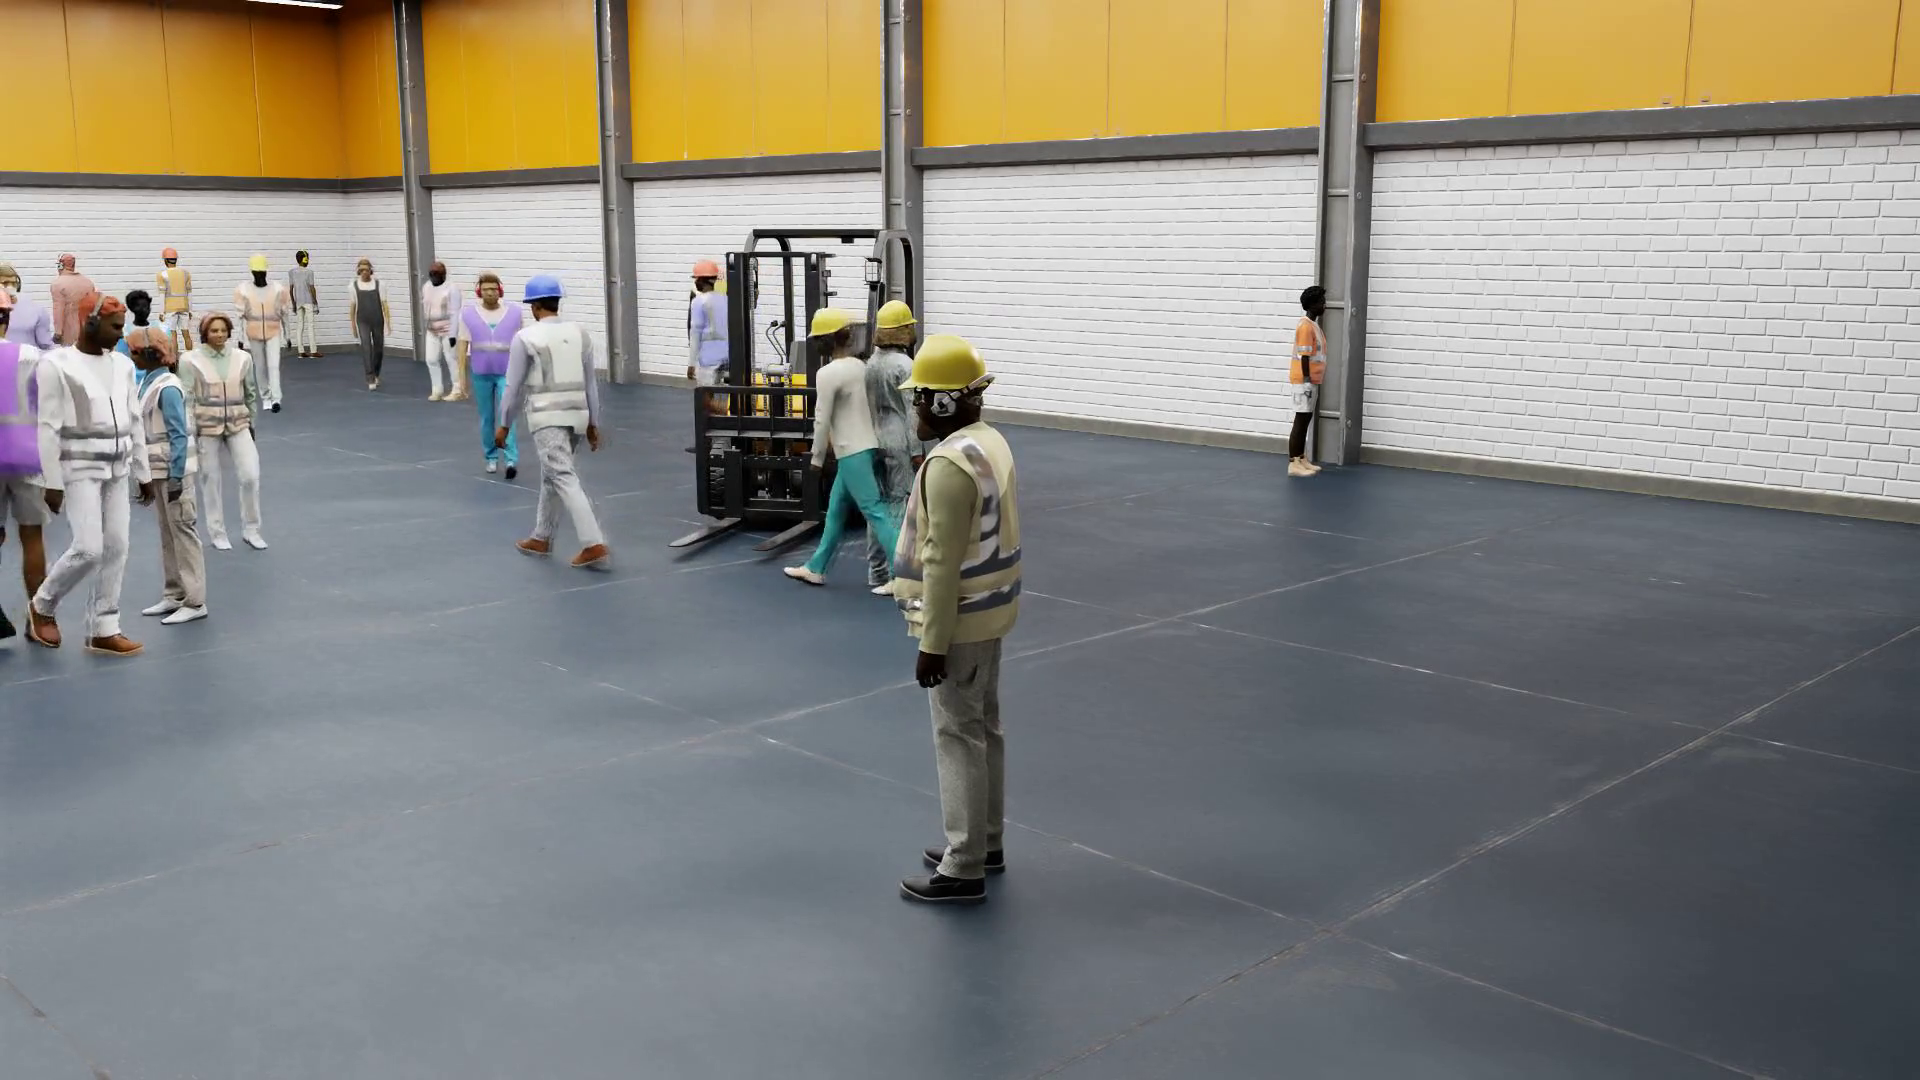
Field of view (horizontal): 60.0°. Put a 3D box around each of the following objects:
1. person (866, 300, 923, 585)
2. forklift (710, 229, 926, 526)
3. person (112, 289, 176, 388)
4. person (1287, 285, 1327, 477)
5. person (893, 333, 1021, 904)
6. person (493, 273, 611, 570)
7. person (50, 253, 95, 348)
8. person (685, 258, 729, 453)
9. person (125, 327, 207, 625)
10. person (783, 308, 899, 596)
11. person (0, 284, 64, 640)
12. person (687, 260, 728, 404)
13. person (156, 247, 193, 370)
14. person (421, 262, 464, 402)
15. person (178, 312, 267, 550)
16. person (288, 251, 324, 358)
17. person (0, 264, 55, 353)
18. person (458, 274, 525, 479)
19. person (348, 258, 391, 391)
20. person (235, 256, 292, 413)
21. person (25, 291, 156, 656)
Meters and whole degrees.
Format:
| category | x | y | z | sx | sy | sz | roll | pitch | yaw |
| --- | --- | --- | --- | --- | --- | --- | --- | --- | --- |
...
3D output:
| category | x | y | z | sx | sy | sz | roll | pitch | yaw |
| --- | --- | --- | --- | --- | --- | --- | --- | --- | --- |
| person | -0.379 | -0.565 | 10.033 | 0.289 | 1.746 | 0.487 | -8 | 13 | -38 |
| forklift | -1.050 | -1.319 | 12.920 | 1.214 | 2.155 | 2.313 | 2 | 11 | 13 |
| person | -7.289 | -1.406 | 14.850 | 0.799 | 1.668 | 0.537 | 10 | 14 | 43 |
| person | 3.098 | -1.411 | 14.803 | 0.319 | 1.695 | 0.534 | 4 | 11 | 21 |
| person | -0.012 | 0.253 | 5.369 | 0.403 | 1.825 | 0.591 | 2 | 11 | 13 |
| person | -2.596 | -0.766 | 10.741 | 0.980 | 1.900 | 0.610 | 7 | 12 | 34 |
| person | -11.266 | -2.677 | 21.108 | 0.399 | 1.909 | 0.642 | 3 | 11 | 16 |
| person | -2.329 | -1.762 | 16.110 | 0.789 | 1.913 | 0.561 | 4 | 11 | 23 |
| person | -4.380 | -0.356 | 9.186 | 0.315 | 1.638 | 0.515 | -9 | 13 | -39 |
| person | -0.657 | -0.521 | 9.882 | 0.892 | 1.700 | 0.514 | 4 | 11 | 19 |
| person | -4.981 | -0.398 | 8.660 | 0.587 | 1.914 | 0.566 | -4 | 11 | -20 |
| person | -3.034 | -2.528 | 20.493 | 0.678 | 1.830 | 0.499 | -5 | 12 | -27 |
| person | -12.472 | -3.670 | 26.427 | 0.349 | 1.942 | 0.545 | 8 | 13 | 37 |
| person | -6.593 | -2.649 | 21.265 | 0.648 | 1.794 | 0.619 | 5 | 11 | 24 |
| person | -4.954 | -0.716 | 11.196 | 0.513 | 1.620 | 0.573 | -9 | 13 | -39 |
| person | -11.431 | -4.105 | 29.027 | 0.519 | 1.860 | 0.327 | 2 | 11 | 13 |
| person | -7.780 | -1.312 | 13.685 | 0.642 | 1.906 | 0.912 | -9 | 14 | -40 |
| person | -4.115 | -1.443 | 14.686 | 0.595 | 1.789 | 0.985 | -3 | 11 | -15 |
| person | -8.228 | -3.011 | 23.171 | 0.515 | 1.824 | 0.837 | -5 | 11 | -25 |
| person | -8.405 | -2.474 | 20.075 | 0.610 | 1.873 | 1.006 | -4 | 11 | -23 |
| person | -4.442 | -0.332 | 8.468 | 0.515 | 1.856 | 0.607 | 4 | 11 | 19 |
